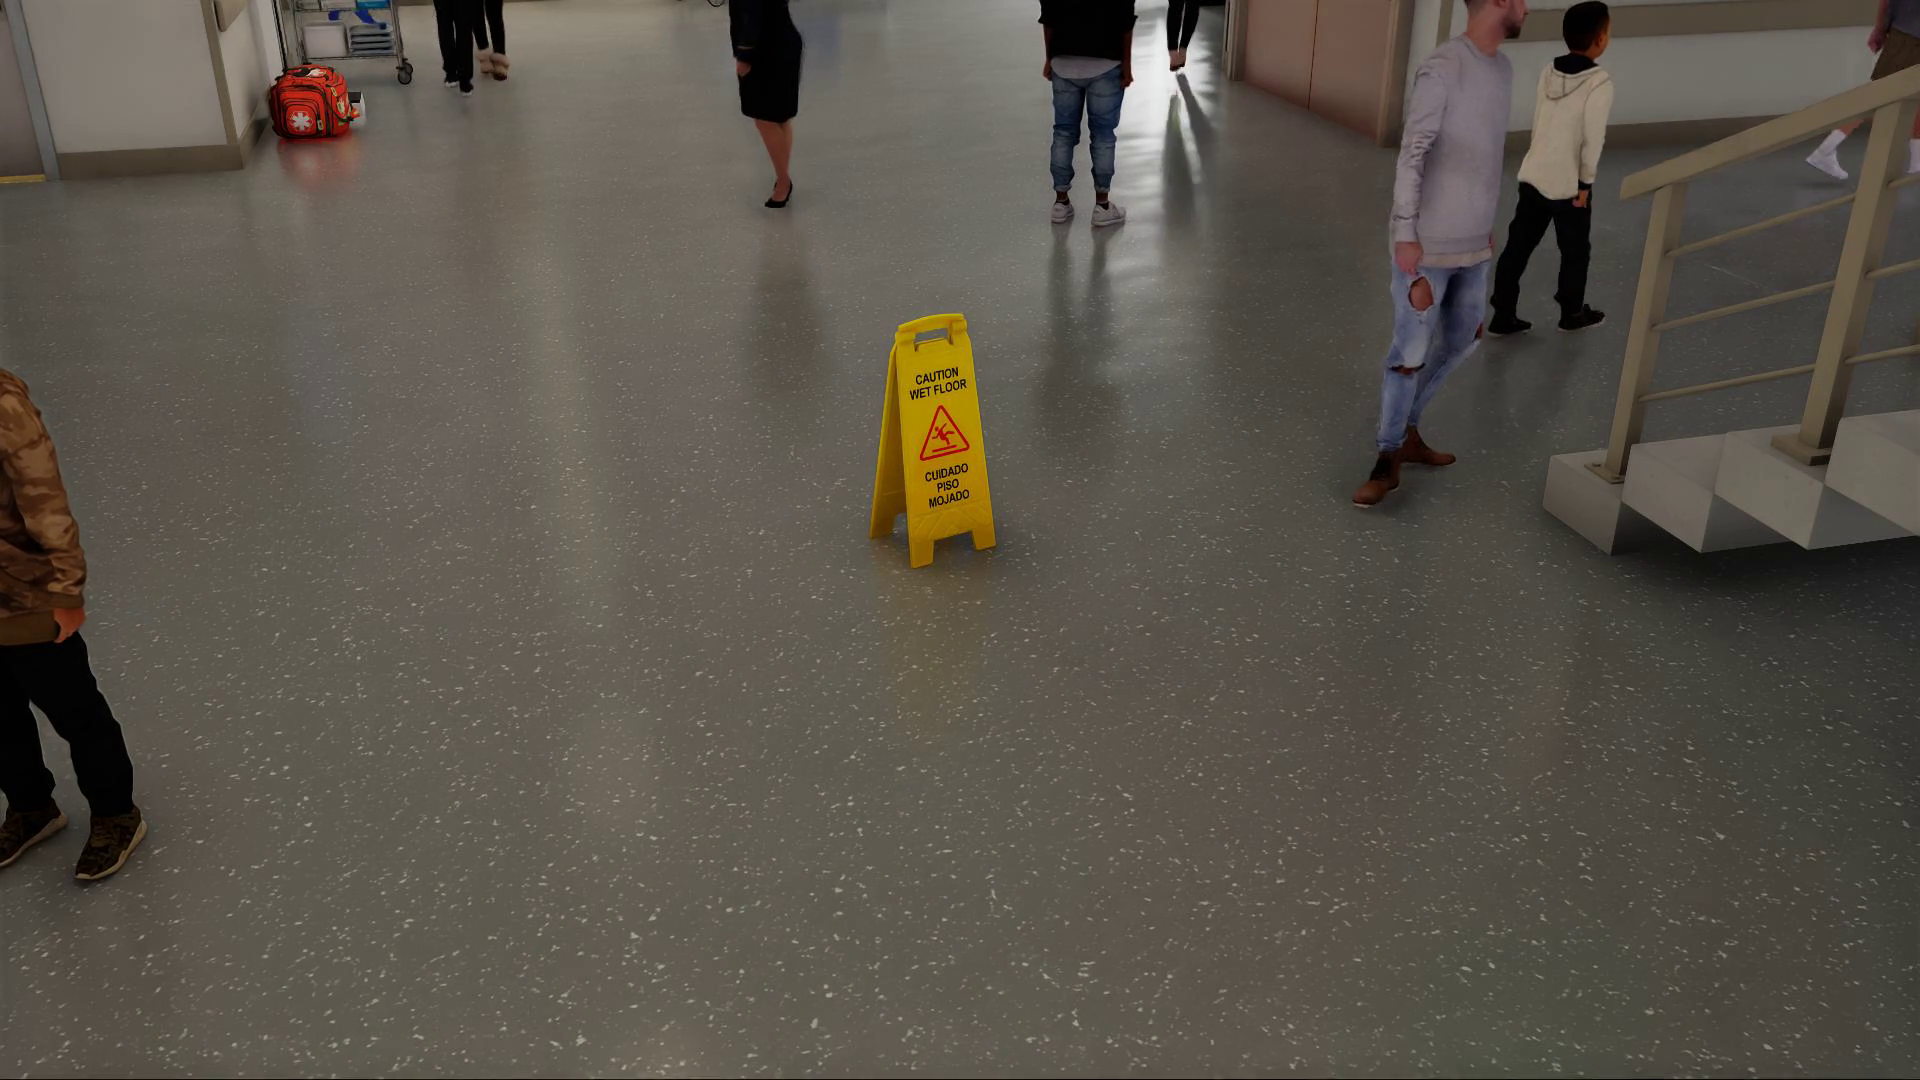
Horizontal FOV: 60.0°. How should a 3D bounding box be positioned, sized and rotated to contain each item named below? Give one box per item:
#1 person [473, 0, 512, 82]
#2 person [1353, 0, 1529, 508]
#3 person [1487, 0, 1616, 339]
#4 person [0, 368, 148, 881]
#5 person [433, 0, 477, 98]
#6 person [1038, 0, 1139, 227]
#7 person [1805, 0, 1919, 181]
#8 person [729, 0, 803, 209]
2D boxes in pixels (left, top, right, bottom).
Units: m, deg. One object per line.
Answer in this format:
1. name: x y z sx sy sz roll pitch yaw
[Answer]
1. person: -3.706 -4.383 12.814 0.592 1.618 1.062 -6 26 -12
2. person: 1.596 -1.027 5.631 0.864 1.813 0.723 -11 28 -22
3. person: 2.503 -1.541 7.136 0.772 1.432 0.797 -15 30 -29
4. person: -2.145 0.093 3.722 0.665 1.454 0.679 4 26 7
5. person: -3.703 -4.119 12.136 0.591 1.732 0.667 -6 26 -13
6. person: 0.673 -2.608 8.907 0.783 1.815 0.823 12 28 23
7. person: 5.493 -2.973 9.722 0.865 1.800 1.198 -2 26 -3
8. person: -1.054 -2.738 9.365 0.882 1.651 0.705 8 27 17
